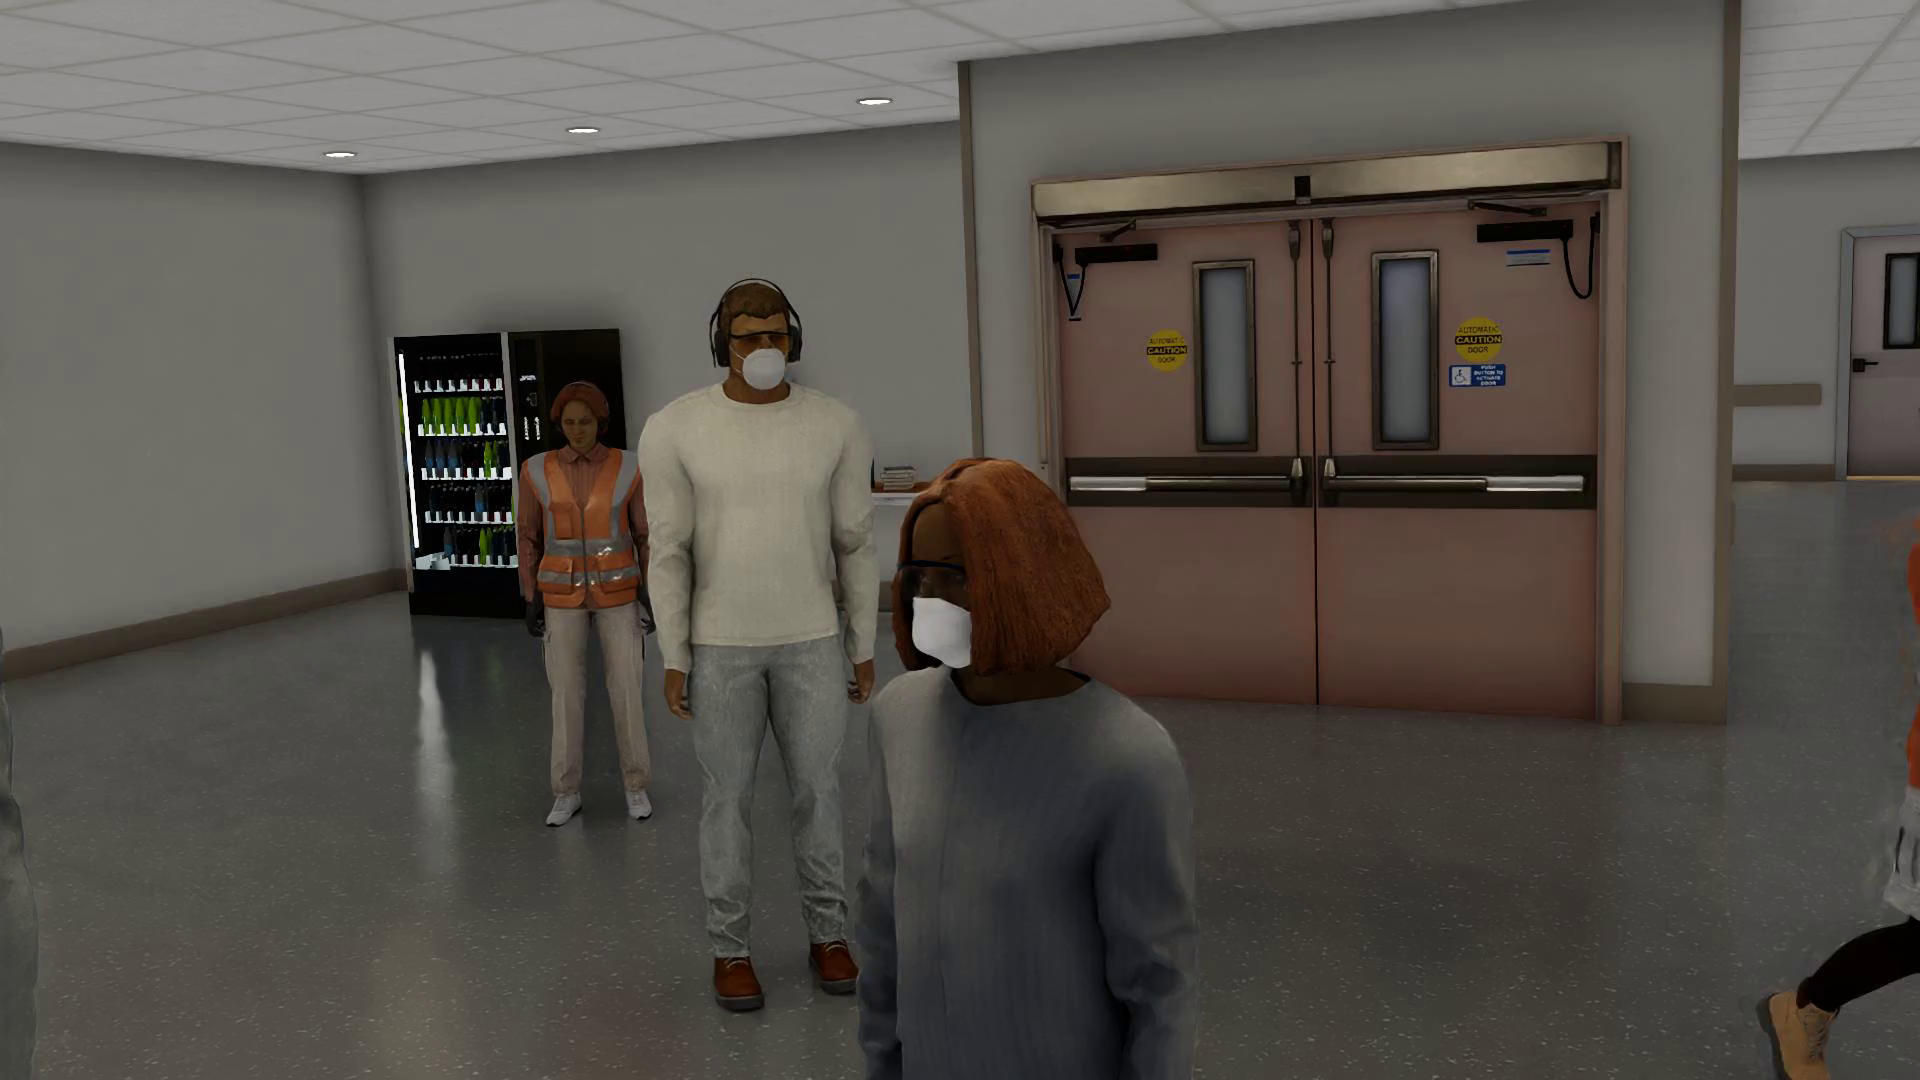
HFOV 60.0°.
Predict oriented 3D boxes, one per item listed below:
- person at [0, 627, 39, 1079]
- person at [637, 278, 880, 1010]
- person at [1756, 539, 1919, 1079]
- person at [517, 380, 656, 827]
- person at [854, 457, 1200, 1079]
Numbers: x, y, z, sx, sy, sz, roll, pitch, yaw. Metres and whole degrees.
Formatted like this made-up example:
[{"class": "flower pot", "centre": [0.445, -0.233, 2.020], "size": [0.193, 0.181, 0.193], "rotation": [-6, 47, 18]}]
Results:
[{"class": "person", "centre": [-1.327, 0.650, 1.777], "size": [0.638, 1.938, 0.357], "rotation": [-4, 8, -11]}, {"class": "person", "centre": [-0.512, 0.279, 4.441], "size": [0.622, 1.932, 0.371], "rotation": [-4, 8, -13]}, {"class": "person", "centre": [2.022, 0.448, 3.318], "size": [0.535, 1.670, 0.780], "rotation": [-5, 8, -22]}, {"class": "person", "centre": [-1.362, 0.231, 6.158], "size": [0.513, 1.640, 0.309], "rotation": [-3, 7, -6]}, {"class": "person", "centre": [0.065, 0.713, 2.033], "size": [0.500, 1.633, 0.280], "rotation": [4, 10, 41]}]
